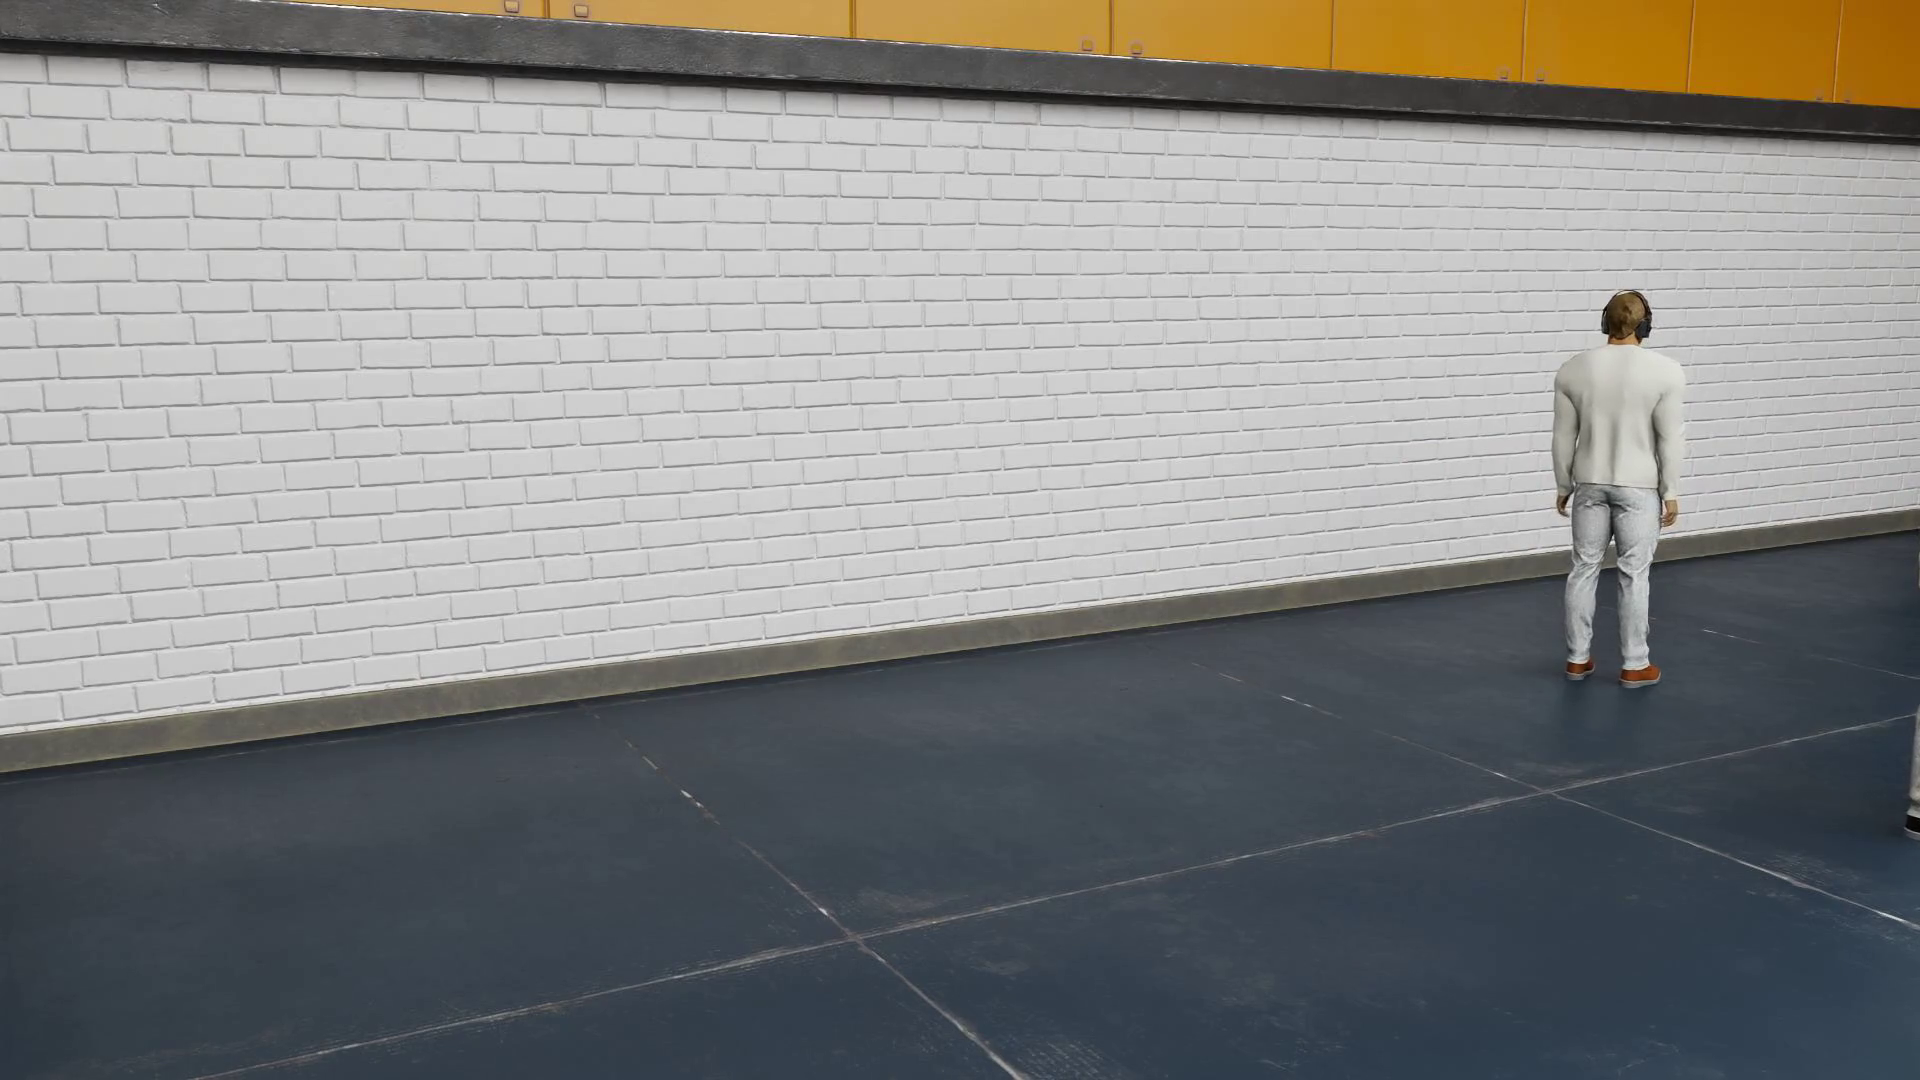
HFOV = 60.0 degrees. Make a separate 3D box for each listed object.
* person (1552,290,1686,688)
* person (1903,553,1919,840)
[{"bbox_3d":[3.213,-0.247,8.156,0.627,1.941,0.372,8,13,39],"label":"person"},{"bbox_3d":[3.679,0.192,5.978,0.403,1.824,0.598,9,14,43],"label":"person"}]
